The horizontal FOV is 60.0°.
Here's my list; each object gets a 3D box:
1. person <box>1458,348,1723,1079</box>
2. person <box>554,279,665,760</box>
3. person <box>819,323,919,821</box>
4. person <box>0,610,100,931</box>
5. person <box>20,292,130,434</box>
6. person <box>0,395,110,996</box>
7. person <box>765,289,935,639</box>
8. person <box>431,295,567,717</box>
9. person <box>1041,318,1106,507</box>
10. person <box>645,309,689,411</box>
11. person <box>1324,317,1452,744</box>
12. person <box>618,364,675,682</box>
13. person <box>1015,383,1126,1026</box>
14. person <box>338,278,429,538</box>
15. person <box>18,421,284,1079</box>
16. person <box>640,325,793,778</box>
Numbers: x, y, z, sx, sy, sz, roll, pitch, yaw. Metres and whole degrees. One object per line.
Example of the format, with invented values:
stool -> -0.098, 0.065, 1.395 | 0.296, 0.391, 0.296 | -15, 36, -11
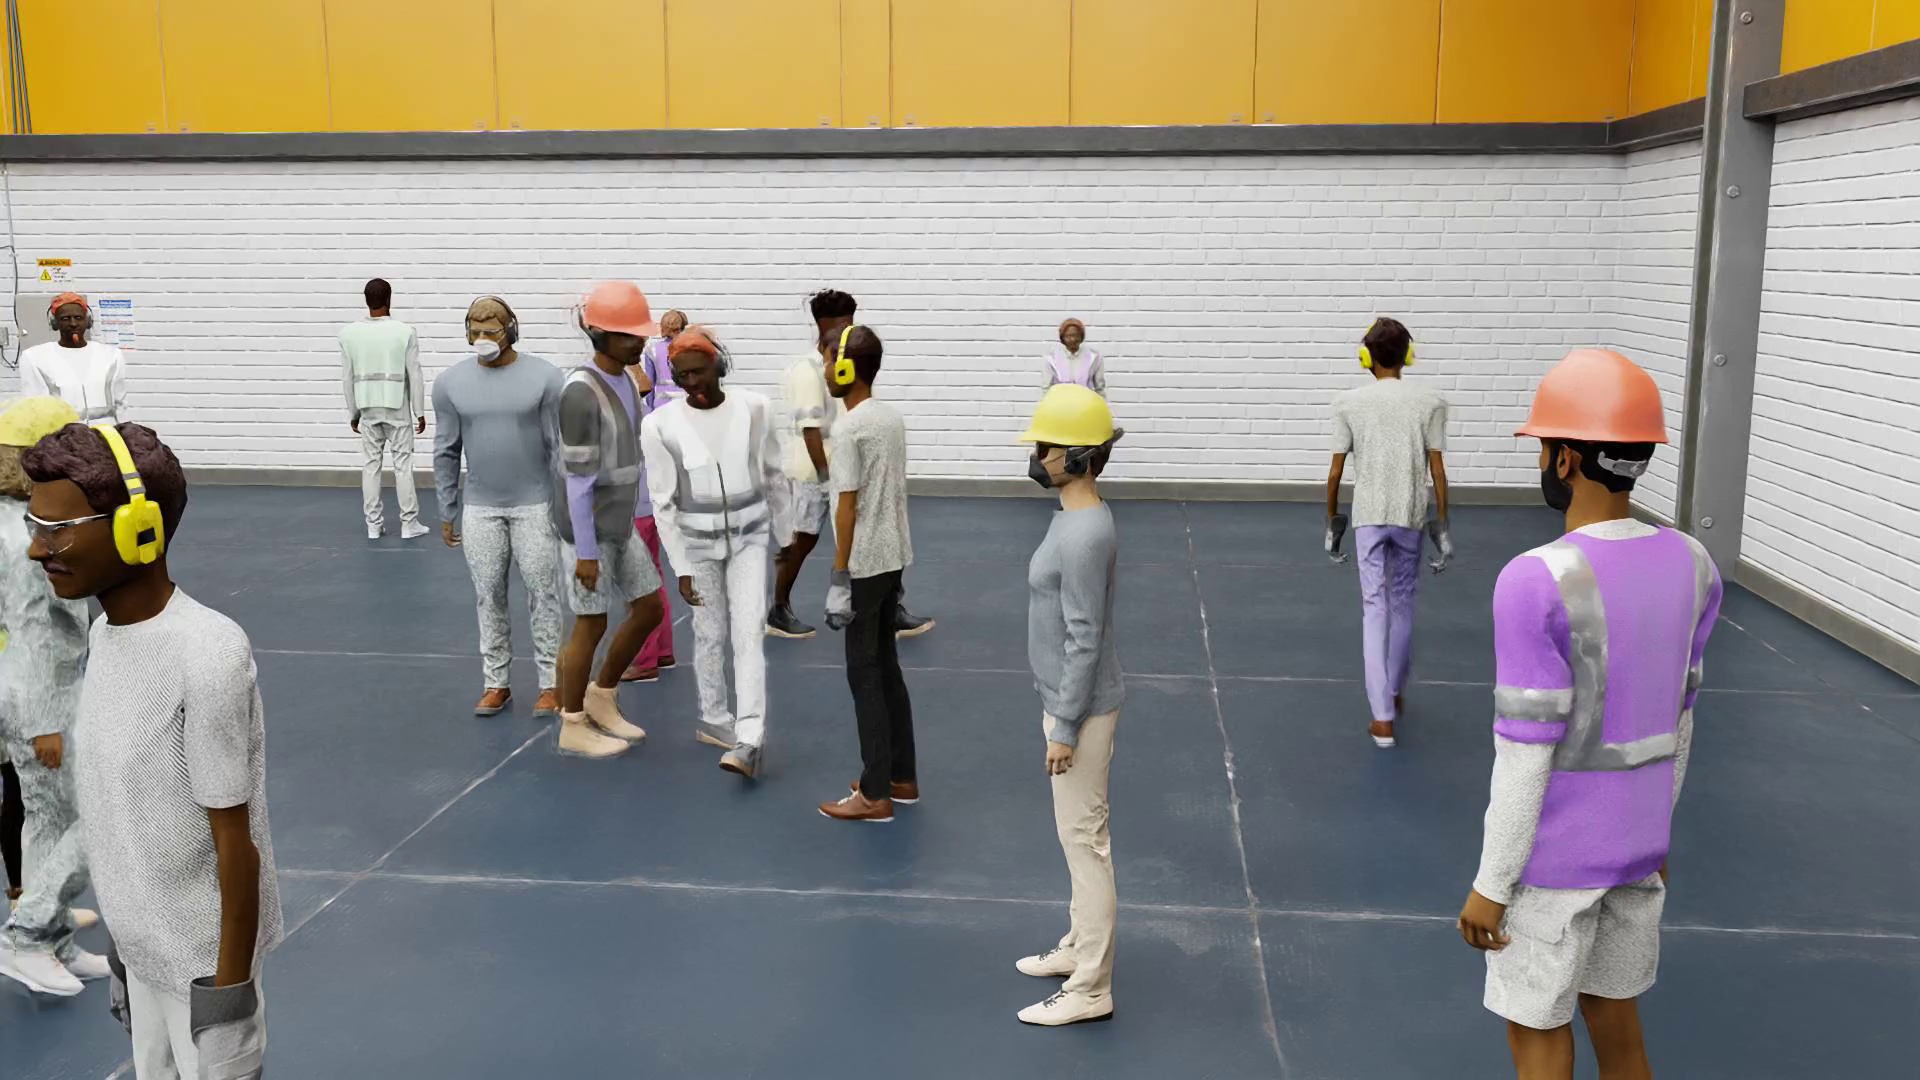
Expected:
person -> 1.210, 0.594, 3.304 | 0.549, 1.937, 0.358 | -6, 12, -31
person -> -1.451, -0.057, 6.821 | 0.567, 2.005, 0.626 | 2, 10, 12
person -> -0.359, 0.125, 6.249 | 0.358, 1.857, 0.514 | 4, 11, 20
person -> -3.003, 0.422, 5.065 | 0.495, 1.675, 0.679 | 2, 10, 14
person -> -5.171, -0.511, 9.785 | 0.583, 1.882, 0.338 | -9, 14, -43
person -> -2.545, 0.455, 4.699 | 0.364, 1.722, 0.492 | -7, 12, -34
person -> -0.657, -0.388, 8.990 | 0.957, 1.914, 0.608 | 5, 11, 27
person -> -2.075, -0.147, 7.592 | 0.641, 1.927, 0.386 | 0, 10, -2
person -> 0.881, -0.908, 12.841 | 0.511, 1.598, 0.702 | 0, 10, 1
person -> -2.319, -1.057, 13.607 | 0.514, 1.642, 0.310 | 1, 10, 8
person -> 1.897, -0.066, 7.405 | 0.523, 1.820, 0.895 | 1, 10, 8
person -> -1.620, -0.109, 8.242 | 0.294, 1.628, 0.507 | 1, 10, 7
person -> 0.303, 0.452, 4.602 | 0.304, 1.772, 0.525 | 0, 10, 3
person -> -4.242, -0.960, 12.262 | 0.593, 1.919, 0.391 | 0, 10, 0
person -> -1.308, 0.730, 2.781 | 0.510, 1.855, 0.324 | 9, 13, 41
person -> -0.965, 0.044, 6.768 | 0.627, 1.829, 0.838 | -3, 10, -15
